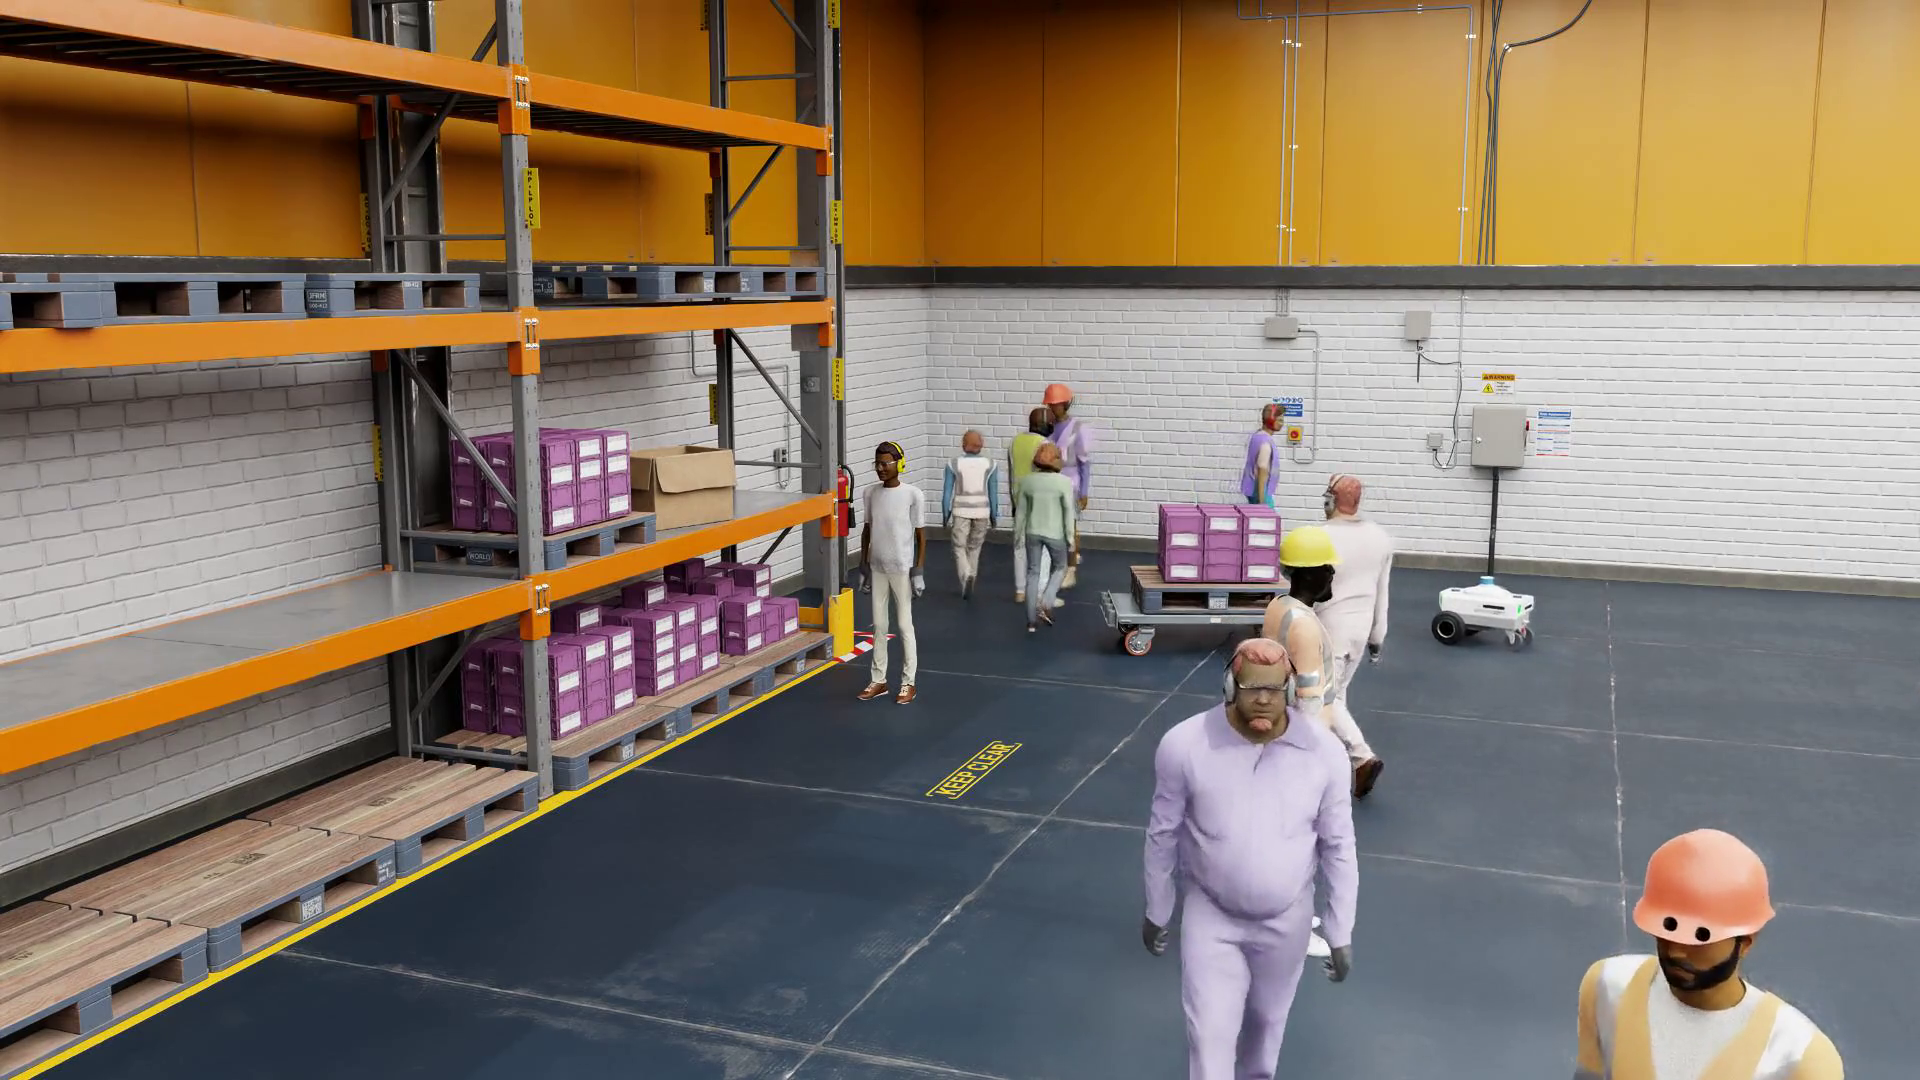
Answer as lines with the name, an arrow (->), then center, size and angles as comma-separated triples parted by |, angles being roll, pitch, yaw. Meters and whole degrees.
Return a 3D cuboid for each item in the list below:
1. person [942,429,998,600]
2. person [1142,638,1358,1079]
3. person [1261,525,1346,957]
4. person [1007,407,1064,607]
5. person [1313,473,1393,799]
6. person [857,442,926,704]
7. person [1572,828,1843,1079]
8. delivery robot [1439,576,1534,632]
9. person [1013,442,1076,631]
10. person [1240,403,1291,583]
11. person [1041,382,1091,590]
person -> 0.103, -0.225, 15.463 | 0.529, 1.607, 0.670 | -2, 9, -10
person -> 0.951, 1.253, 5.398 | 0.683, 1.863, 0.959 | 0, 9, 2
person -> 1.528, 0.889, 7.480 | 0.359, 1.930, 0.588 | -1, 9, -3
person -> 0.705, -0.309, 15.295 | 0.429, 1.839, 0.640 | -7, 11, -36
person -> 2.248, 0.549, 9.775 | 0.650, 1.877, 0.833 | -5, 10, -28
person -> -0.495, 0.229, 11.814 | 0.531, 1.870, 0.316 | 4, 10, 25
person -> 1.510, 1.525, 3.491 | 0.422, 1.927, 0.563 | -8, 12, -41
delivery robot -> 4.321, 0.542, 13.655 | 0.707, 0.478, 0.477 | 7, 12, 37
person -> 0.711, -0.026, 14.195 | 0.607, 1.610, 0.402 | 4, 10, 23
person -> 2.845, -0.438, 16.220 | 0.765, 1.806, 0.605 | 1, 9, 5
person -> 1.008, -0.530, 16.105 | 0.646, 2.017, 0.579 | 7, 12, 39
